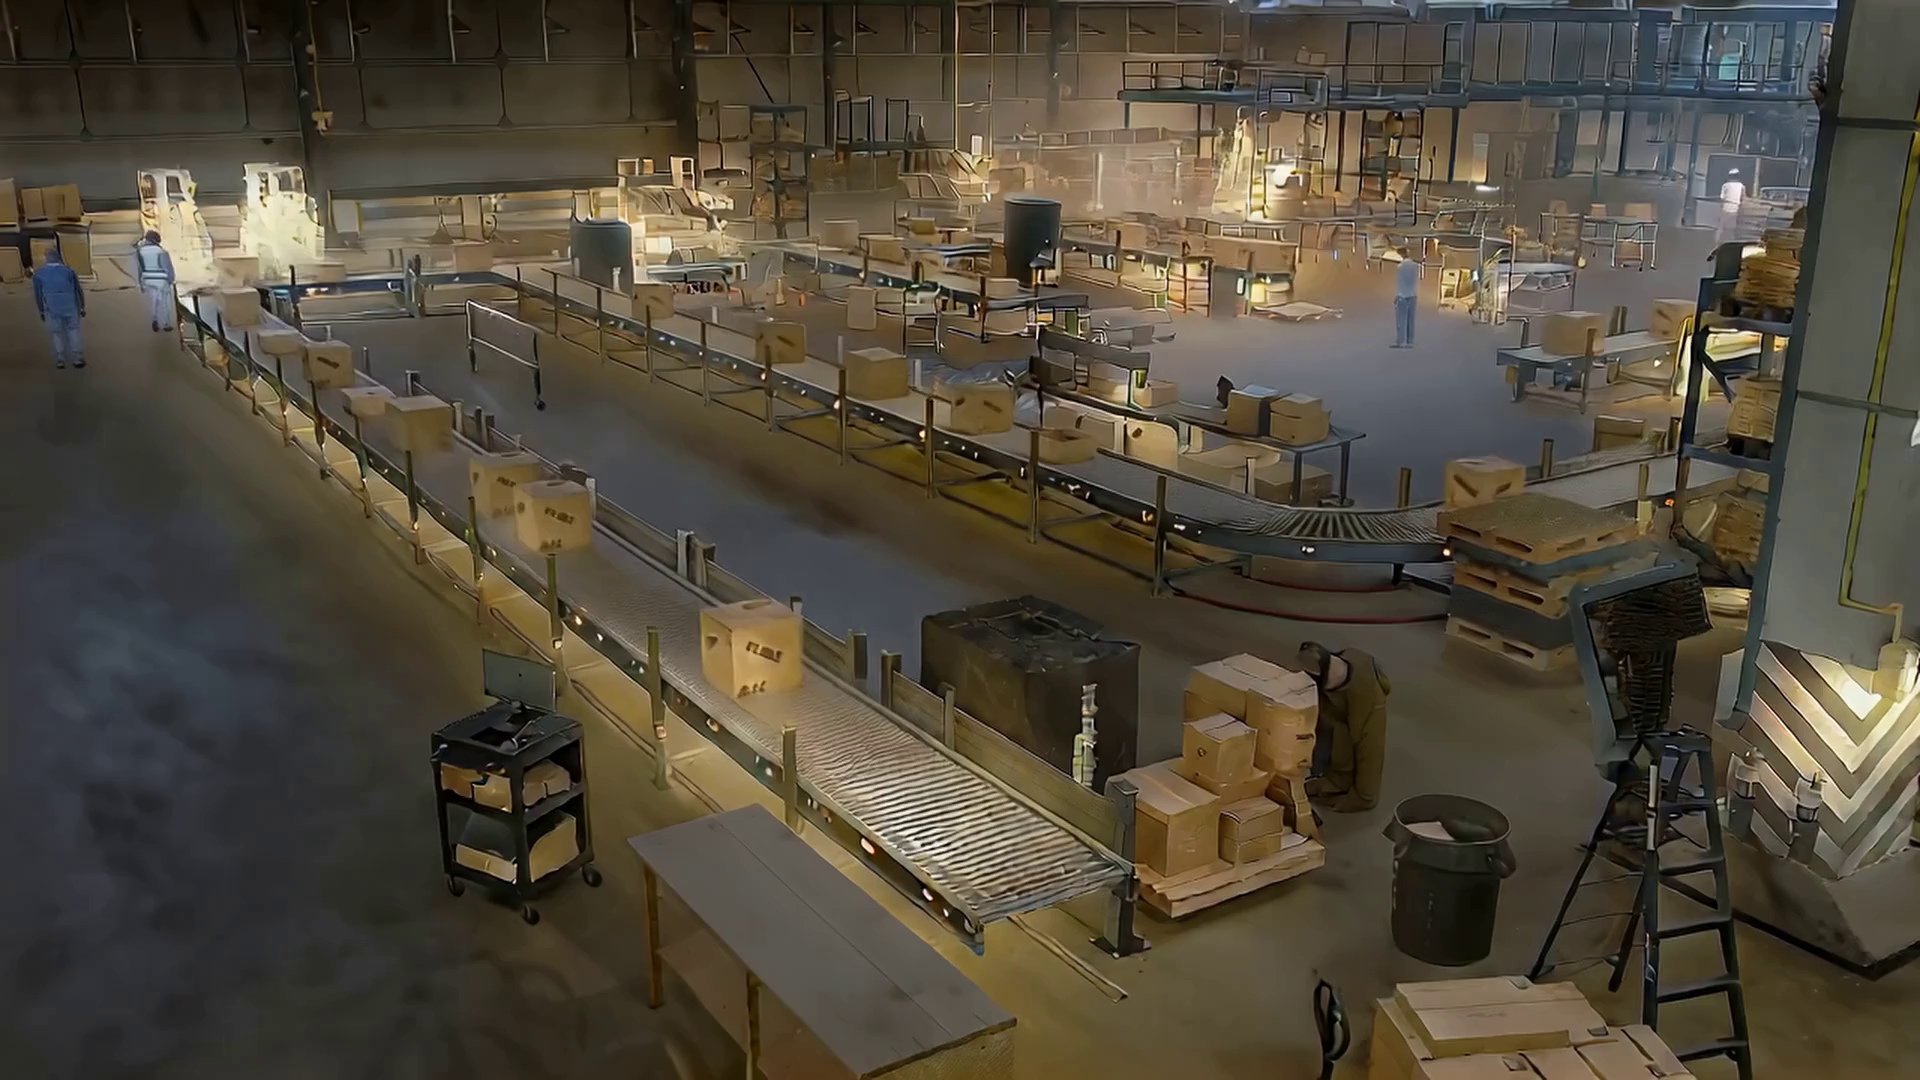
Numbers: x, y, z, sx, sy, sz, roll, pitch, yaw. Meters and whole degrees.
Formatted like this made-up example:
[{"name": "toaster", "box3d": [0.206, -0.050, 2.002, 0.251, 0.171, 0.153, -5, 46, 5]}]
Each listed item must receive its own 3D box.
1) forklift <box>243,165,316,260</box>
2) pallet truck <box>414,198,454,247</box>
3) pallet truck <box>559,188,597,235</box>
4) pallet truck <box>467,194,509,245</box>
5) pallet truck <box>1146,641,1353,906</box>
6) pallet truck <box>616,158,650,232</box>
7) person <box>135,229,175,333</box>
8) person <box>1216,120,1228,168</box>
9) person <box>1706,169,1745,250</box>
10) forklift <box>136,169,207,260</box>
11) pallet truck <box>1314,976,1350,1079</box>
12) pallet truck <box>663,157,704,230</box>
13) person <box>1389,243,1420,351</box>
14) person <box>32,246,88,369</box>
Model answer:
[{"name": "forklift", "box3d": [-15.898, -7.669, 38.708, 1.157, 1.987, 2.680, -11, 20, -33]}, {"name": "pallet truck", "box3d": [-13.250, -8.060, 41.856, 0.680, 1.201, 1.601, -10, 20, -31]}, {"name": "pallet truck", "box3d": [-10.010, -8.652, 43.699, 0.653, 1.274, 1.630, -10, 20, -31]}, {"name": "pallet truck", "box3d": [-11.983, -8.177, 42.137, 0.704, 1.261, 1.522, -11, 20, -33]}, {"name": "pallet truck", "box3d": [1.664, 1.407, 10.232, 1.630, 1.274, 0.653, -10, 20, -31]}, {"name": "pallet truck", "box3d": [-8.918, -9.176, 44.255, 0.823, 1.965, 1.885, -9, 19, -27]}, {"name": "person", "box3d": [-14.012, -4.515, 29.049, 0.612, 1.813, 0.423, -1, 17, -2]}, {"name": "person", "box3d": [10.554, -15.975, 67.099, 0.600, 1.868, 0.458, -11, 20, -33]}, {"name": "person", "box3d": [18.629, -7.972, 40.272, 0.637, 1.982, 1.067, -3, 17, -11]}, {"name": "forklift", "box3d": [-17.842, -7.318, 37.559, 1.157, 1.987, 2.680, -10, 20, -31]}, {"name": "pallet truck", "box3d": [2.299, 2.390, 7.086, 1.601, 1.201, 0.680, -2, 17, -7]}, {"name": "pallet truck", "box3d": [-7.586, -9.308, 44.692, 0.823, 1.965, 1.885, -11, 20, -33]}, {"name": "person", "box3d": [7.341, -4.009, 27.469, 0.523, 1.760, 0.327, -11, 20, -31]}, {"name": "person", "box3d": [-14.022, -3.628, 25.956, 0.649, 1.907, 0.402, -6, 18, -18]}]
